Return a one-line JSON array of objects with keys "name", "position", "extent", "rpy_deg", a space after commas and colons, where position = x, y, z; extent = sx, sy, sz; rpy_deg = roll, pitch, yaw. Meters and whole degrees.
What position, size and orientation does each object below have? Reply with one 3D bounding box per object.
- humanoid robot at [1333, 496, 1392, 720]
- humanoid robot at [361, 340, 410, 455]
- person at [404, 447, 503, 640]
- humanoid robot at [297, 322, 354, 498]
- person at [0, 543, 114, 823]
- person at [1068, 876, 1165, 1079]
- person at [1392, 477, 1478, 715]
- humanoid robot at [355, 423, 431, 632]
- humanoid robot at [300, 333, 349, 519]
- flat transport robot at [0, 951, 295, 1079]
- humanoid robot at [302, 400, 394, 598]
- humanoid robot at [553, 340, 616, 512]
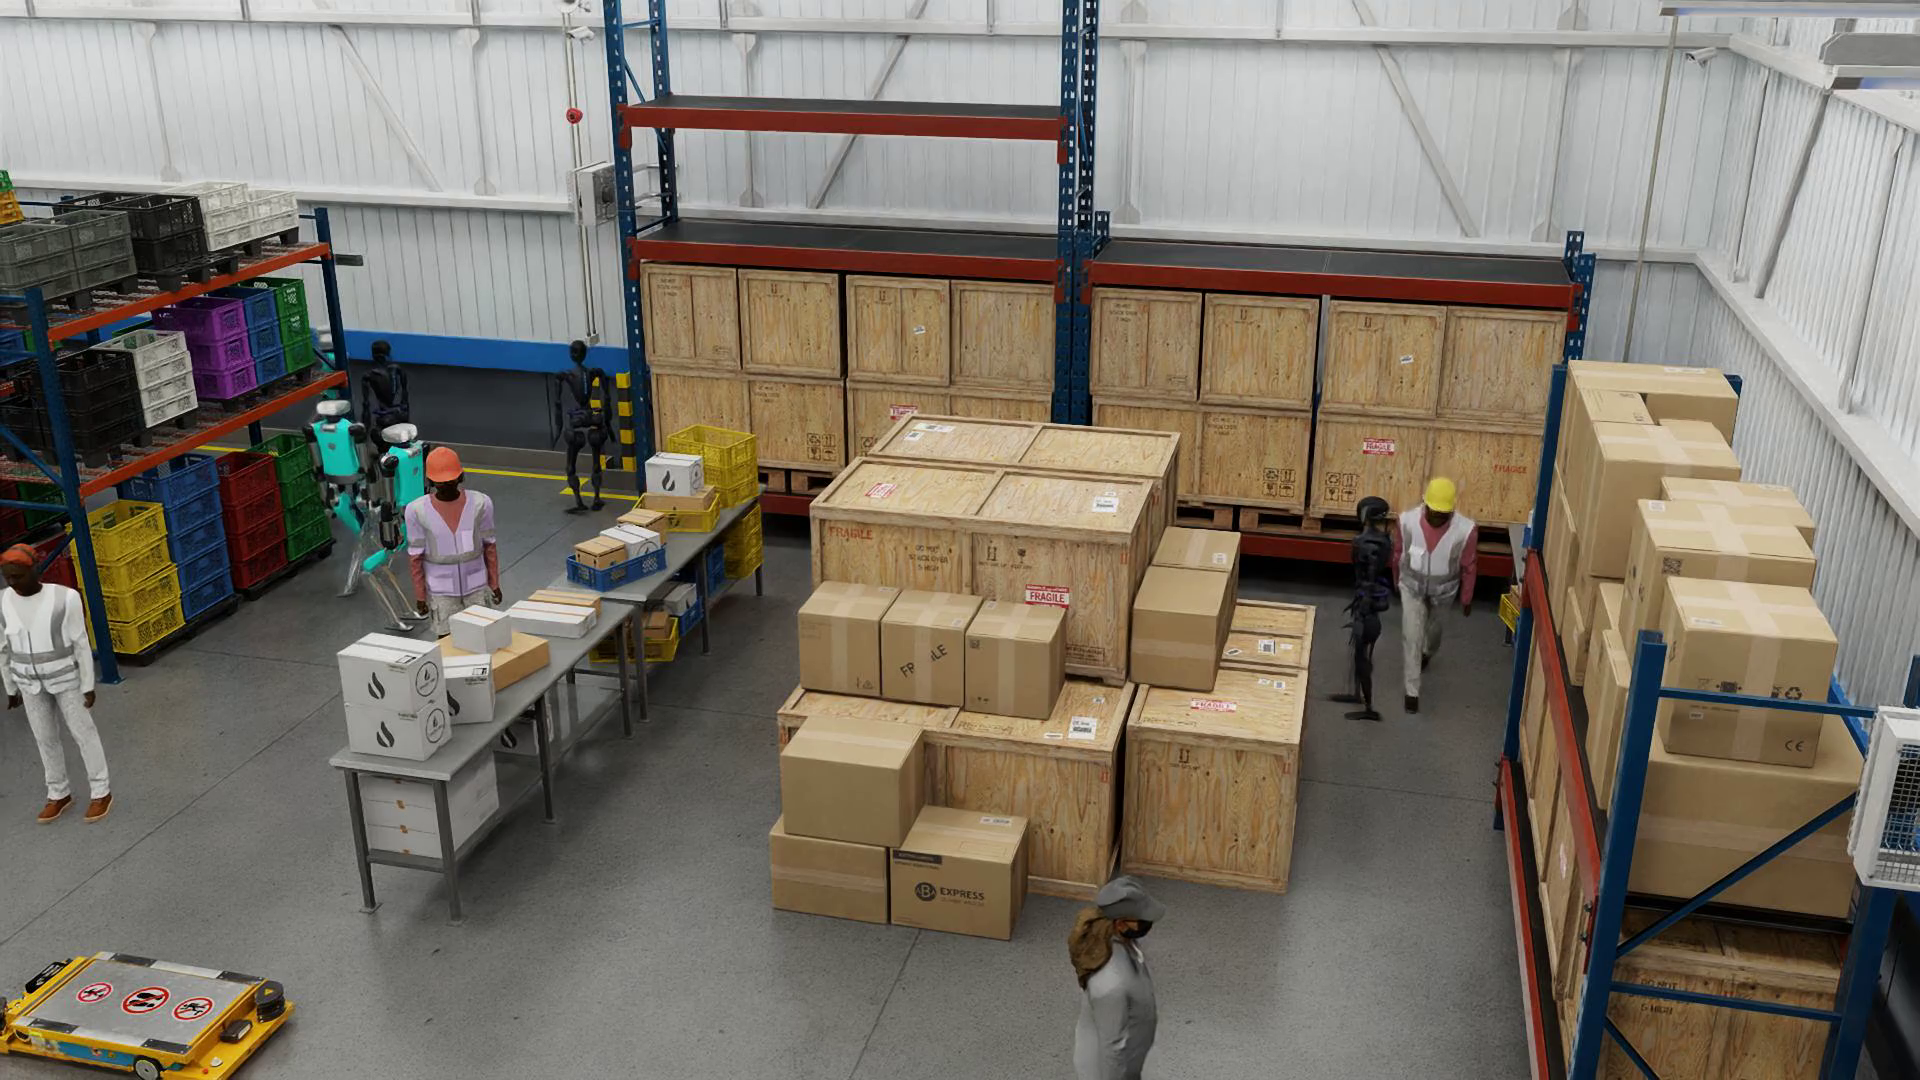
[{"name": "humanoid robot", "position": [2.876, 0.479, 11.806], "extent": [0.324, 1.658, 0.599], "rpy_deg": [3, 21, 9]}, {"name": "humanoid robot", "position": [-5.503, -1.110, 15.973], "extent": [0.339, 1.656, 0.587], "rpy_deg": [11, 24, 26]}, {"name": "person", "position": [-3.541, 0.319, 11.729], "extent": [0.612, 2.043, 0.371], "rpy_deg": [-10, 23, -25]}, {"name": "humanoid robot", "position": [-6.313, -1.187, 16.221], "extent": [0.807, 1.844, 0.562], "rpy_deg": [-7, 22, -17]}, {"name": "person", "position": [-5.713, 0.898, 10.440], "extent": [0.573, 1.882, 0.338], "rpy_deg": [-2, 21, -5]}, {"name": "person", "position": [0.647, 2.217, 7.140], "extent": [0.395, 1.769, 0.564], "rpy_deg": [2, 21, 6]}, {"name": "person", "position": [3.453, 0.308, 12.149], "extent": [0.595, 1.775, 0.871], "rpy_deg": [6, 22, 16]}, {"name": "humanoid robot", "position": [-4.536, -0.120, 13.167], "extent": [0.733, 1.692, 0.532], "rpy_deg": [7, 22, 18]}, {"name": "humanoid robot", "position": [-6.053, -1.047, 15.757], "extent": [0.673, 1.791, 0.531], "rpy_deg": [-12, 24, -28]}, {"name": "flat transport robot", "position": [-4.270, 2.464, 8.601], "extent": [1.431, 0.231, 0.659], "rpy_deg": [5, 22, 13]}, {"name": "humanoid robot", "position": [-5.096, -0.411, 14.121], "extent": [0.536, 1.749, 1.053], "rpy_deg": [2, 21, 6]}, {"name": "humanoid robot", "position": [-3.598, -1.081, 15.903], "extent": [0.609, 1.637, 0.413], "rpy_deg": [-14, 25, -32]}]
